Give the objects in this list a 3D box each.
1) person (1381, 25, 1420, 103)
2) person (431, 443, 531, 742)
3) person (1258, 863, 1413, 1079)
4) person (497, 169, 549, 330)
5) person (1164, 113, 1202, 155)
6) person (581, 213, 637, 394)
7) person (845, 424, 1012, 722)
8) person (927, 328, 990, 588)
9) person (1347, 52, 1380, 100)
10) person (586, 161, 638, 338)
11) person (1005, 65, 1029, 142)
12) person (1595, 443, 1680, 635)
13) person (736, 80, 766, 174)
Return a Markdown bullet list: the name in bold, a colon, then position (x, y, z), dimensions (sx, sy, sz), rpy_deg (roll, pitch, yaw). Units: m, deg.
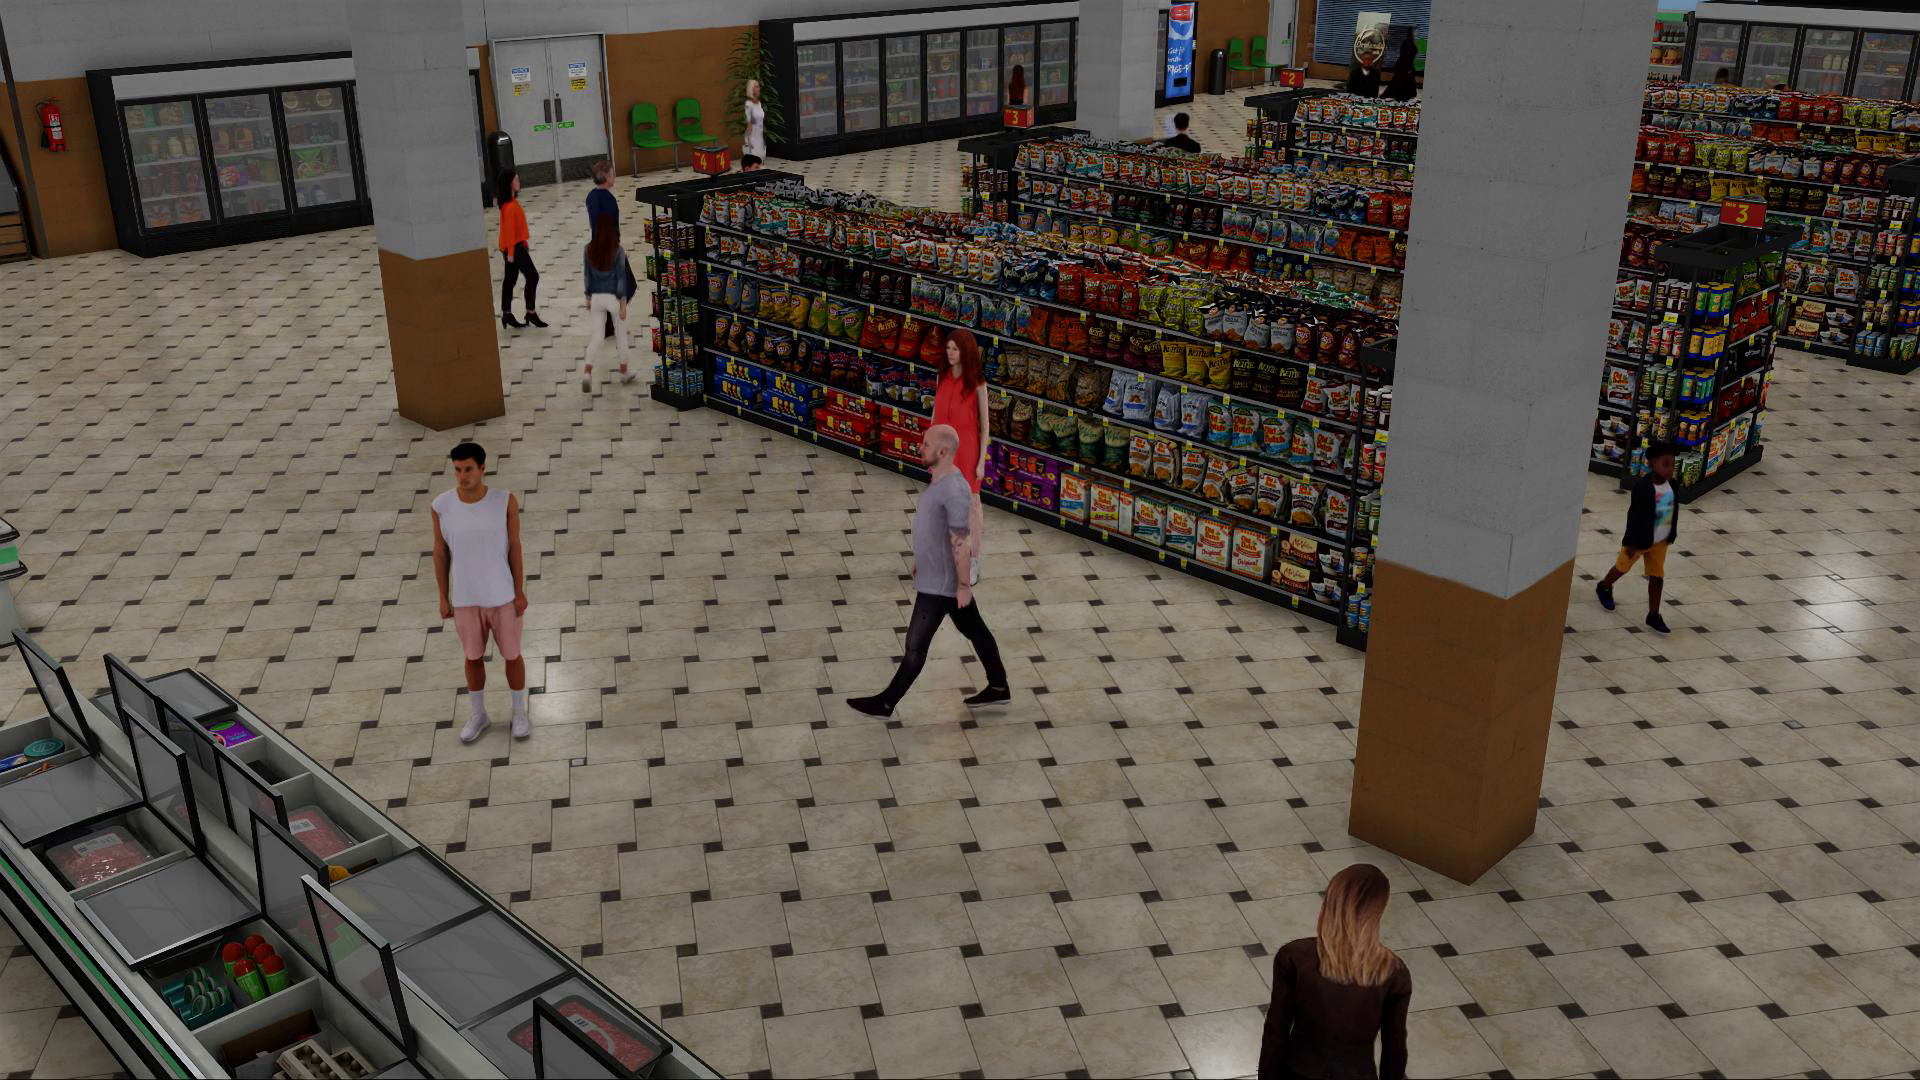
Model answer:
- **person**: position (9.161, -9.812, 34.656), dimensions (1.220, 1.700, 0.986), rpy_deg (6, 23, 14)
- **person**: position (-2.683, 0.283, 9.417), dimensions (0.728, 1.786, 0.764), rpy_deg (-2, 22, -5)
- **person**: position (1.191, 1.919, 5.520), dimensions (1.003, 1.656, 0.945), rpy_deg (5, 22, 12)
- **person**: position (-4.910, -3.122, 17.961), dimensions (0.820, 1.734, 0.767), rpy_deg (-8, 23, -19)
- **person**: position (2.728, -4.377, 20.955), dimensions (1.154, 1.831, 0.976), rpy_deg (15, 26, 32)
- **person**: position (-3.385, -2.211, 15.791), dimensions (1.124, 1.662, 1.061), rpy_deg (5, 22, 12)
- **person**: position (0.001, 0.229, 9.564), dimensions (1.238, 1.778, 1.253), rpy_deg (-2, 22, -6)
- **person**: position (0.001, -0.577, 11.503), dimensions (0.504, 1.827, 0.688), rpy_deg (15, 26, 33)
- **person**: position (6.765, -7.252, 28.069), dimensions (1.258, 1.861, 1.249), rpy_deg (2, 22, 6)
- **person**: position (-3.816, -3.035, 17.589), dimensions (0.775, 1.851, 0.627), rpy_deg (-13, 25, -30)
- **person**: position (0.882, -6.968, 27.591), dimensions (1.137, 1.692, 0.894), rpy_deg (11, 24, 25)
- **person**: position (4.481, -0.054, 10.975), dimensions (0.776, 1.251, 0.961), rpy_deg (-6, 23, -15)
- **person**: position (-3.224, -6.169, 25.541), dimensions (0.940, 1.737, 0.768), rpy_deg (8, 23, 20)
